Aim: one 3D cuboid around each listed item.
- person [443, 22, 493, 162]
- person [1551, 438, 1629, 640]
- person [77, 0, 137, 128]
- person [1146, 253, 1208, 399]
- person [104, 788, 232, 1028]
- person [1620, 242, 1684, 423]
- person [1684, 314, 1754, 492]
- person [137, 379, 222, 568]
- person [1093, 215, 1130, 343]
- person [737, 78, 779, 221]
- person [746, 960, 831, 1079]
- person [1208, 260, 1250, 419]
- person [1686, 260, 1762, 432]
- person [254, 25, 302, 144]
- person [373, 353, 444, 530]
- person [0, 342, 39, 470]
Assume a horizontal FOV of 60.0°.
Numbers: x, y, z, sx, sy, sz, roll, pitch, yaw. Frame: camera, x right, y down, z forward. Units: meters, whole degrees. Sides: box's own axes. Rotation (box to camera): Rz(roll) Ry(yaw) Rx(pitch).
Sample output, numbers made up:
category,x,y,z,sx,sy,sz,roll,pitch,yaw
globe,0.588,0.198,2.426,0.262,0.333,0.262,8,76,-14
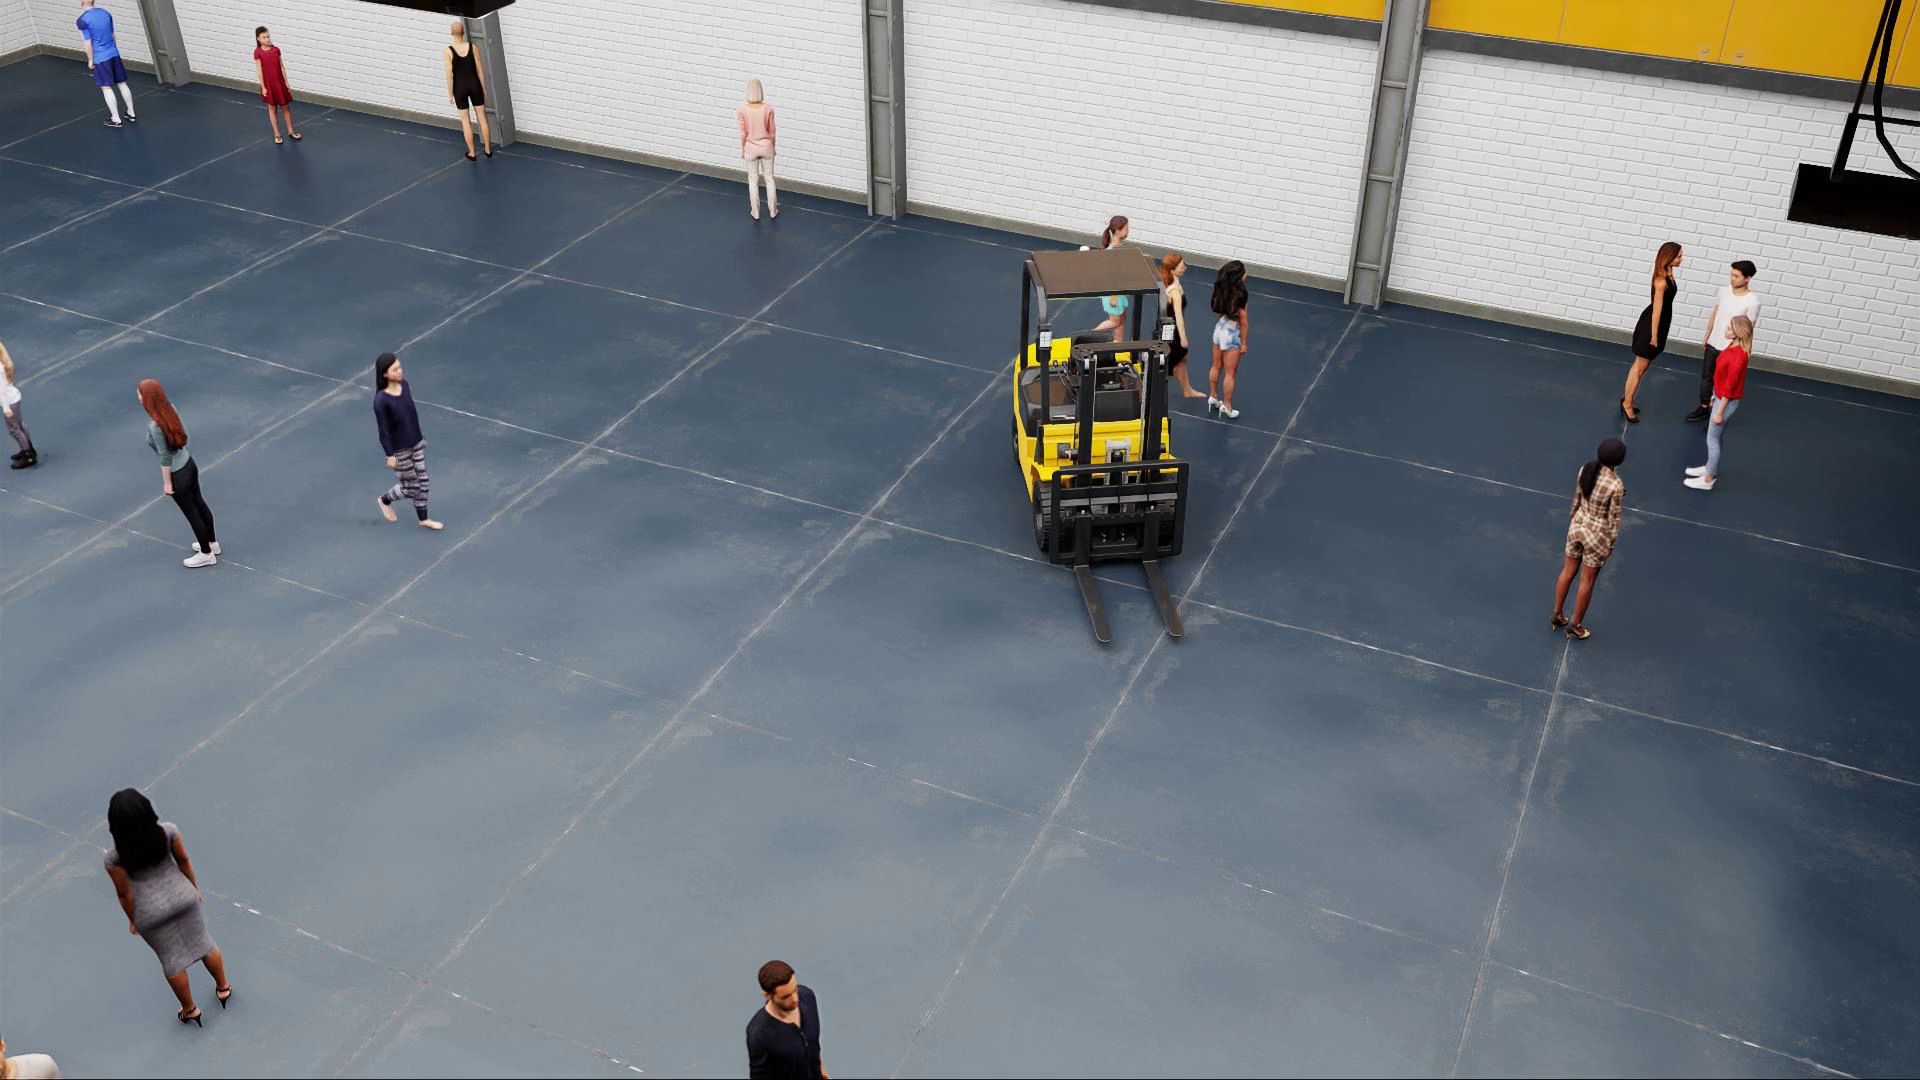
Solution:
category,x,y,z,sx,sy,sz,roll,pitch,yaw
person,-6.467,-5.902,21.858,0.716,1.816,0.725,-18,37,-24
person,4.922,-0.012,13.016,0.740,1.793,0.657,-17,37,-23
person,-11.824,-6.669,22.988,0.553,1.842,0.657,15,36,21
person,1.957,-2.018,16.224,1.106,1.584,0.863,0,34,0
person,-4.657,2.160,9.761,0.650,1.781,0.644,-27,42,-34
person,6.637,-1.999,15.969,0.507,1.835,0.567,14,36,20
person,6.870,-1.240,14.945,0.528,1.704,0.620,12,36,18
person,-6.526,-0.560,13.887,0.654,1.742,0.653,0,34,0
person,1.549,-2.589,17.113,0.858,1.551,0.672,7,34,11
person,-2.452,-4.758,20.220,0.651,1.724,0.742,-7,34,-10
person,-0.895,2.854,8.646,0.580,1.860,0.668,21,39,29
person,2.591,-1.942,16.071,0.721,1.627,0.645,-18,37,-24
person,7.344,-1.877,15.894,0.763,1.714,0.686,-15,36,-21
person,-9.293,-6.192,22.531,0.645,1.554,0.704,-26,42,-34
person,-4.866,-0.841,14.329,0.815,1.721,0.668,9,35,13
person,-8.794,-1.298,15.418,0.665,1.276,0.603,-13,36,-19
